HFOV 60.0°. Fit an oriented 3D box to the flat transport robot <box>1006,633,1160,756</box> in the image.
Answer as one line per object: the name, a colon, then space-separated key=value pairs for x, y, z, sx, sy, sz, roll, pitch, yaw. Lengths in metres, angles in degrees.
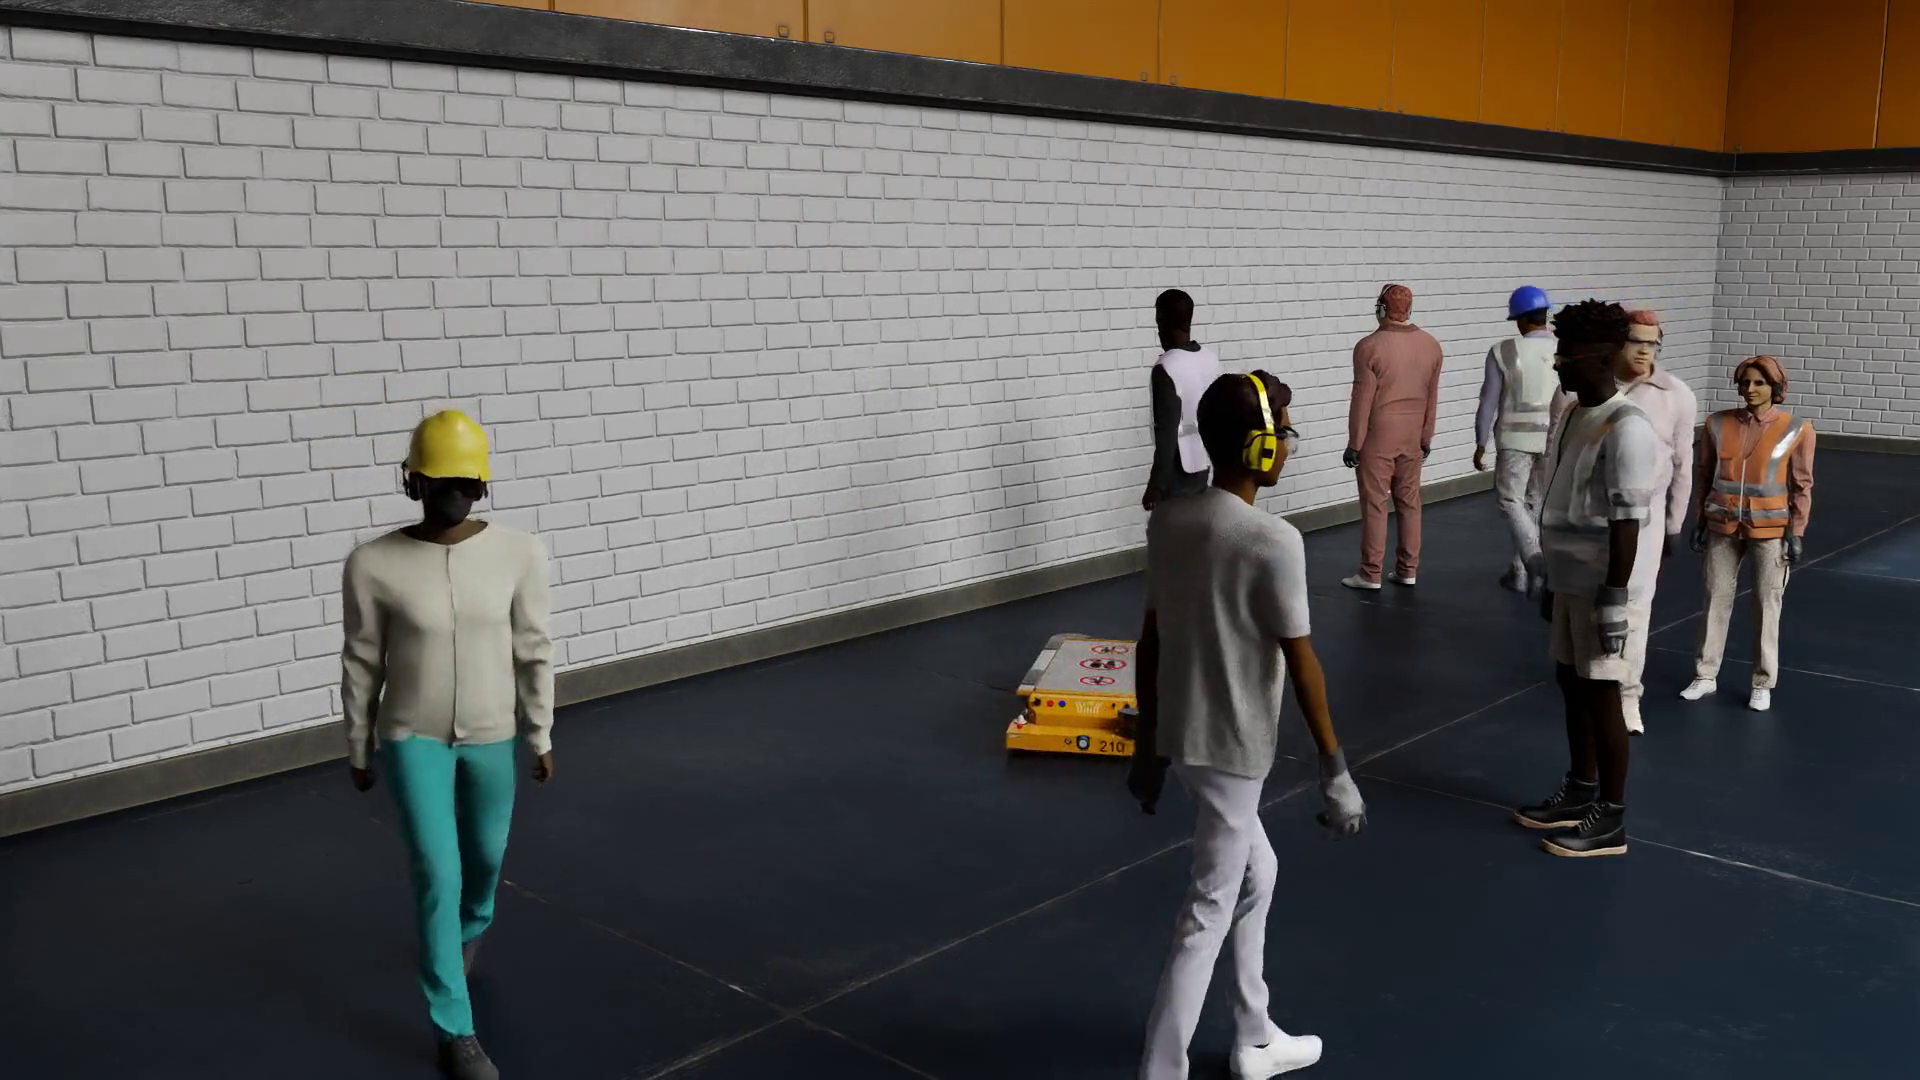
flat transport robot: x=0.650 y=0.677 z=7.564 sx=0.652 sy=0.197 sz=1.431 roll=2 pitch=10 yaw=11

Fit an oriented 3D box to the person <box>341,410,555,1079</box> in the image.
person: x=-1.376 y=0.493 z=4.454 sx=0.525 sy=1.728 sz=0.798 roll=-5 pitch=11 yaw=-28

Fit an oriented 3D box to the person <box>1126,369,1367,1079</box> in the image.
person: x=0.718 y=0.524 z=4.004 sx=0.808 sy=1.833 sz=0.535 roll=-5 pitch=11 yaw=-24

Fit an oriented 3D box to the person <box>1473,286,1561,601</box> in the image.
person: x=3.480 y=-0.578 z=10.070 sx=0.617 sy=1.906 sz=0.824 roll=-1 pitch=10 yaw=-3

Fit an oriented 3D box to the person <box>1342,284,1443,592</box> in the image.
person: x=2.663 y=-0.633 z=10.367 sx=0.651 sy=1.907 sz=0.409 roll=-4 pitch=11 yaw=-24

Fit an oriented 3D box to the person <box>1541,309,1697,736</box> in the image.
person: x=2.999 y=-0.121 z=7.627 sx=0.638 sy=1.863 sz=0.959 roll=4 pitch=11 yaw=23

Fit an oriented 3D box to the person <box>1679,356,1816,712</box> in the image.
person: x=3.648 y=-0.033 z=7.705 sx=0.512 sy=1.642 sz=0.312 roll=9 pitch=13 yaw=41

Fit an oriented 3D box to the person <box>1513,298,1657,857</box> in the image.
person: x=2.218 y=0.132 z=5.876 sx=0.380 sy=1.957 sz=0.606 roll=0 pitch=10 yaw=1

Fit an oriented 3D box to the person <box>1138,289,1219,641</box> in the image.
person: x=1.167 y=-0.357 z=8.777 sx=0.392 sy=1.914 sz=0.587 roll=6 pitch=12 yaw=32
